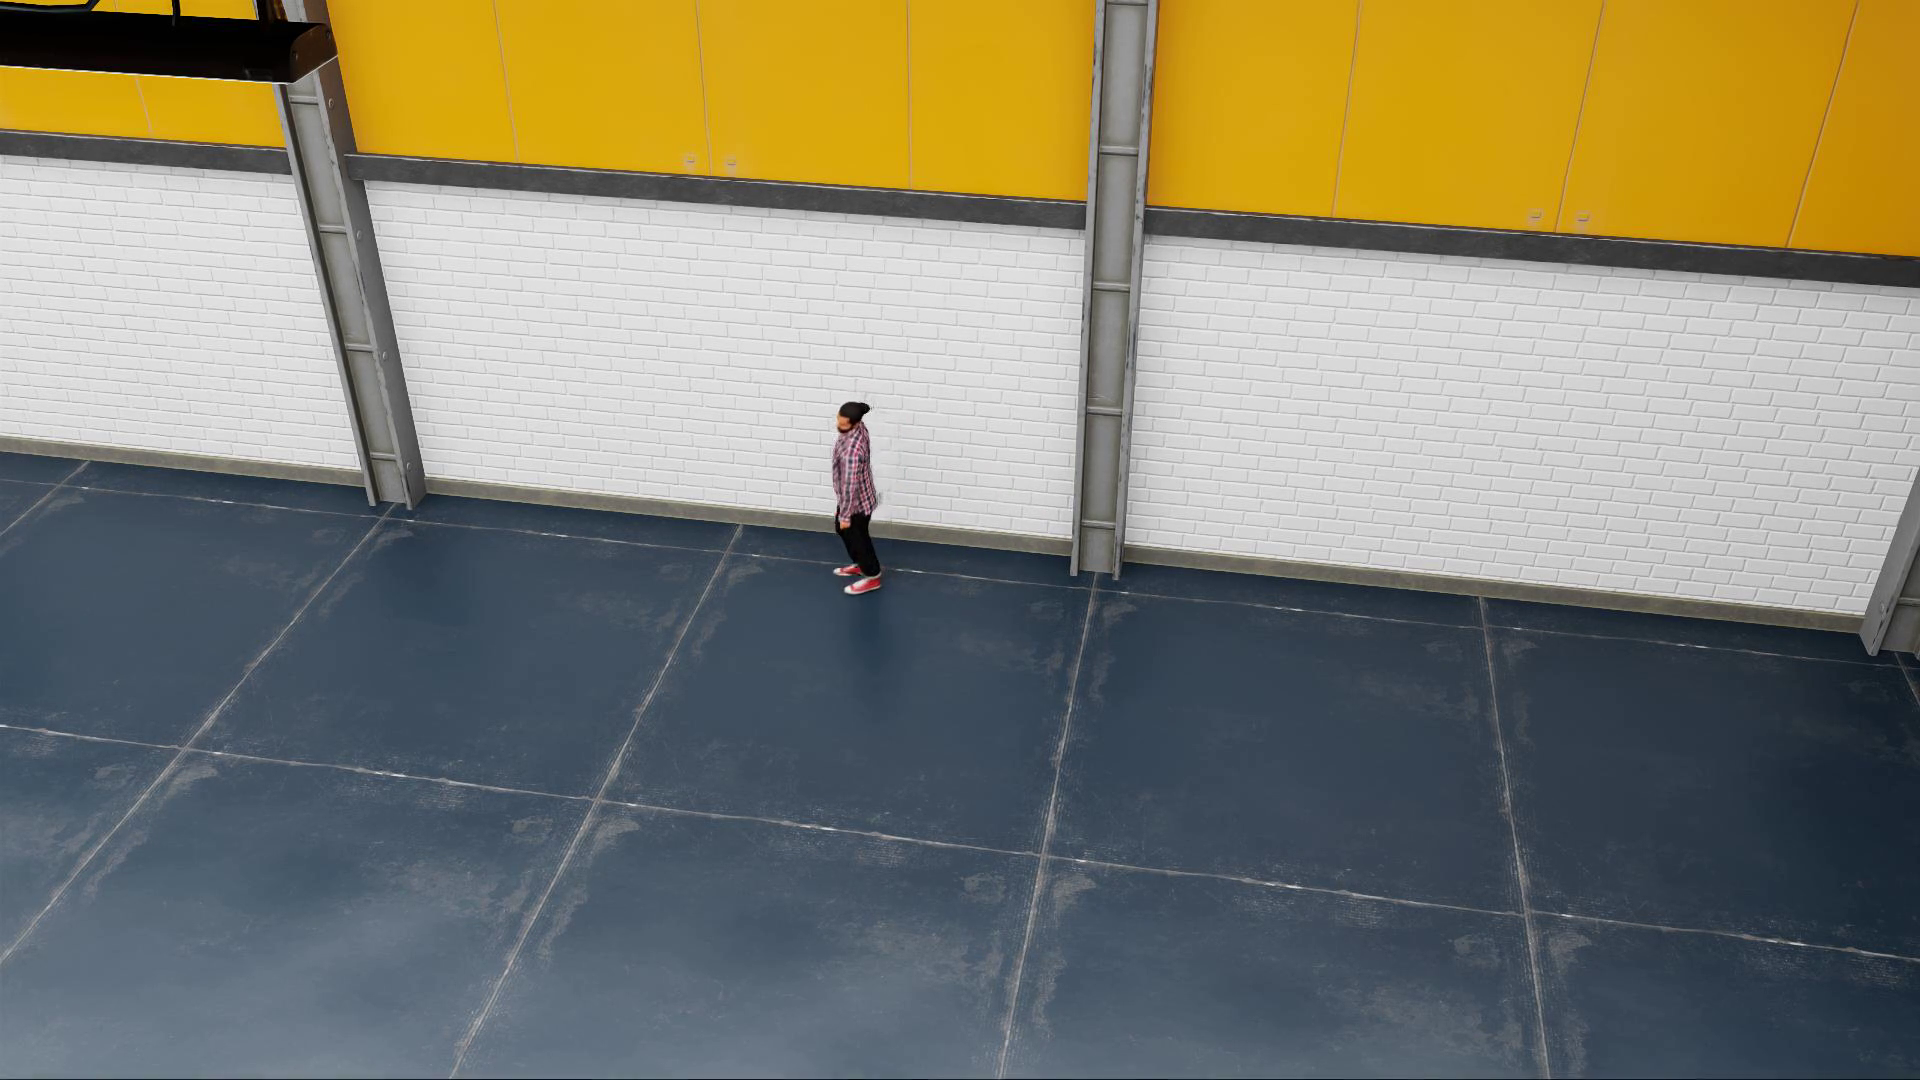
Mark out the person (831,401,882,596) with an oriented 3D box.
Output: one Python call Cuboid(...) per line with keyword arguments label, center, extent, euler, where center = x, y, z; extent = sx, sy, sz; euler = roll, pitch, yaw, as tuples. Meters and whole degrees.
Cuboid(label="person", center=(-0.775, -0.332, 12.638), extent=(0.725, 1.728, 0.802), euler=(4, 34, 5))
